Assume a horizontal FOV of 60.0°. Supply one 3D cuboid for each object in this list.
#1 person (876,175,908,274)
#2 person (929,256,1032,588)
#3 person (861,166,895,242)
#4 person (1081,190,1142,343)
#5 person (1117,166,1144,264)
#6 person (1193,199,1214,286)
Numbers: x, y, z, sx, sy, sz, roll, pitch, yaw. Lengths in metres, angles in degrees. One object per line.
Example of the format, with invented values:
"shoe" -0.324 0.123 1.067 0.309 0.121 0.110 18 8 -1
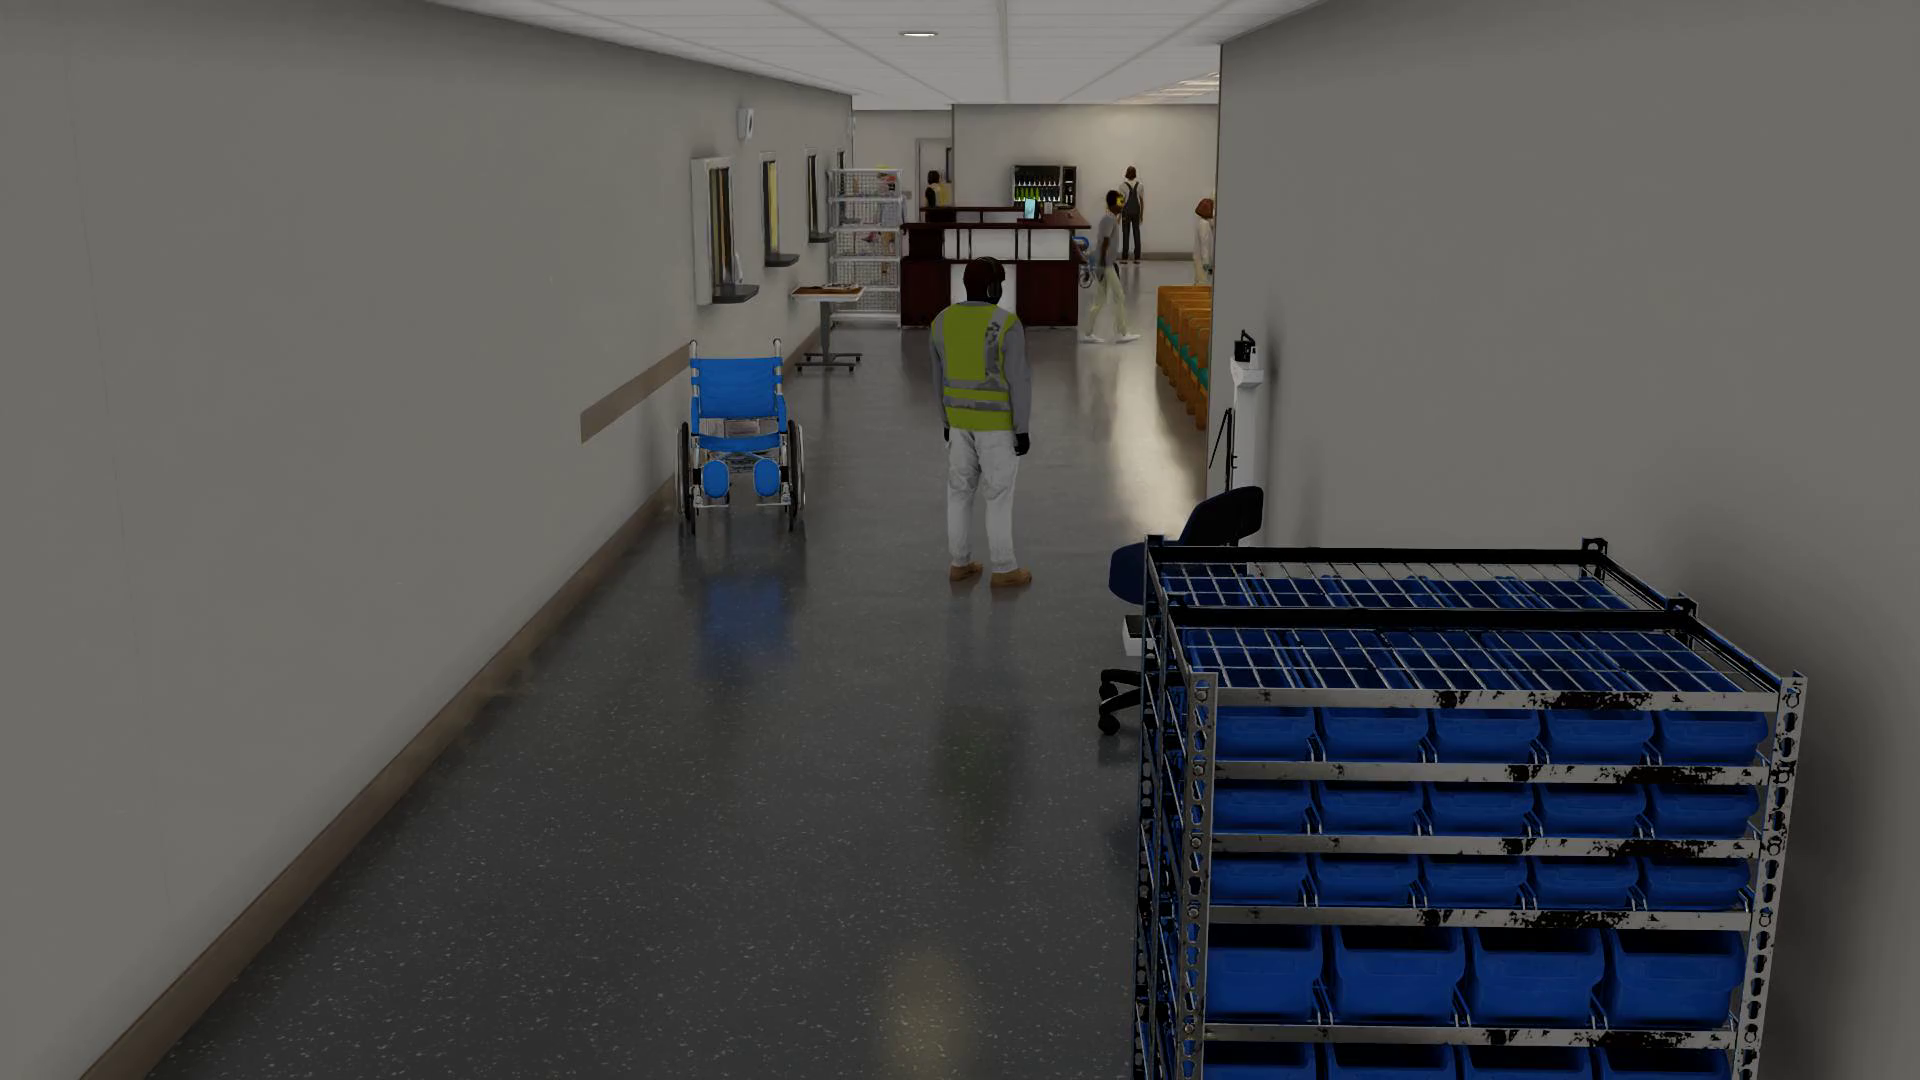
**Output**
"person" -1.208 -5.615 29.635 0.563 1.742 0.361 0 14 1
"person" 0.139 -0.650 9.280 0.627 1.844 0.429 10 17 34
"person" -1.836 -7.600 37.719 0.870 1.730 0.538 4 14 15
"person" 1.838 -3.263 19.949 0.809 1.804 0.602 -2 14 -7
"person" 3.261 -6.206 31.813 0.504 1.847 0.344 -3 14 -10
"person" 3.240 -3.721 22.171 0.266 1.631 0.507 0 14 1
